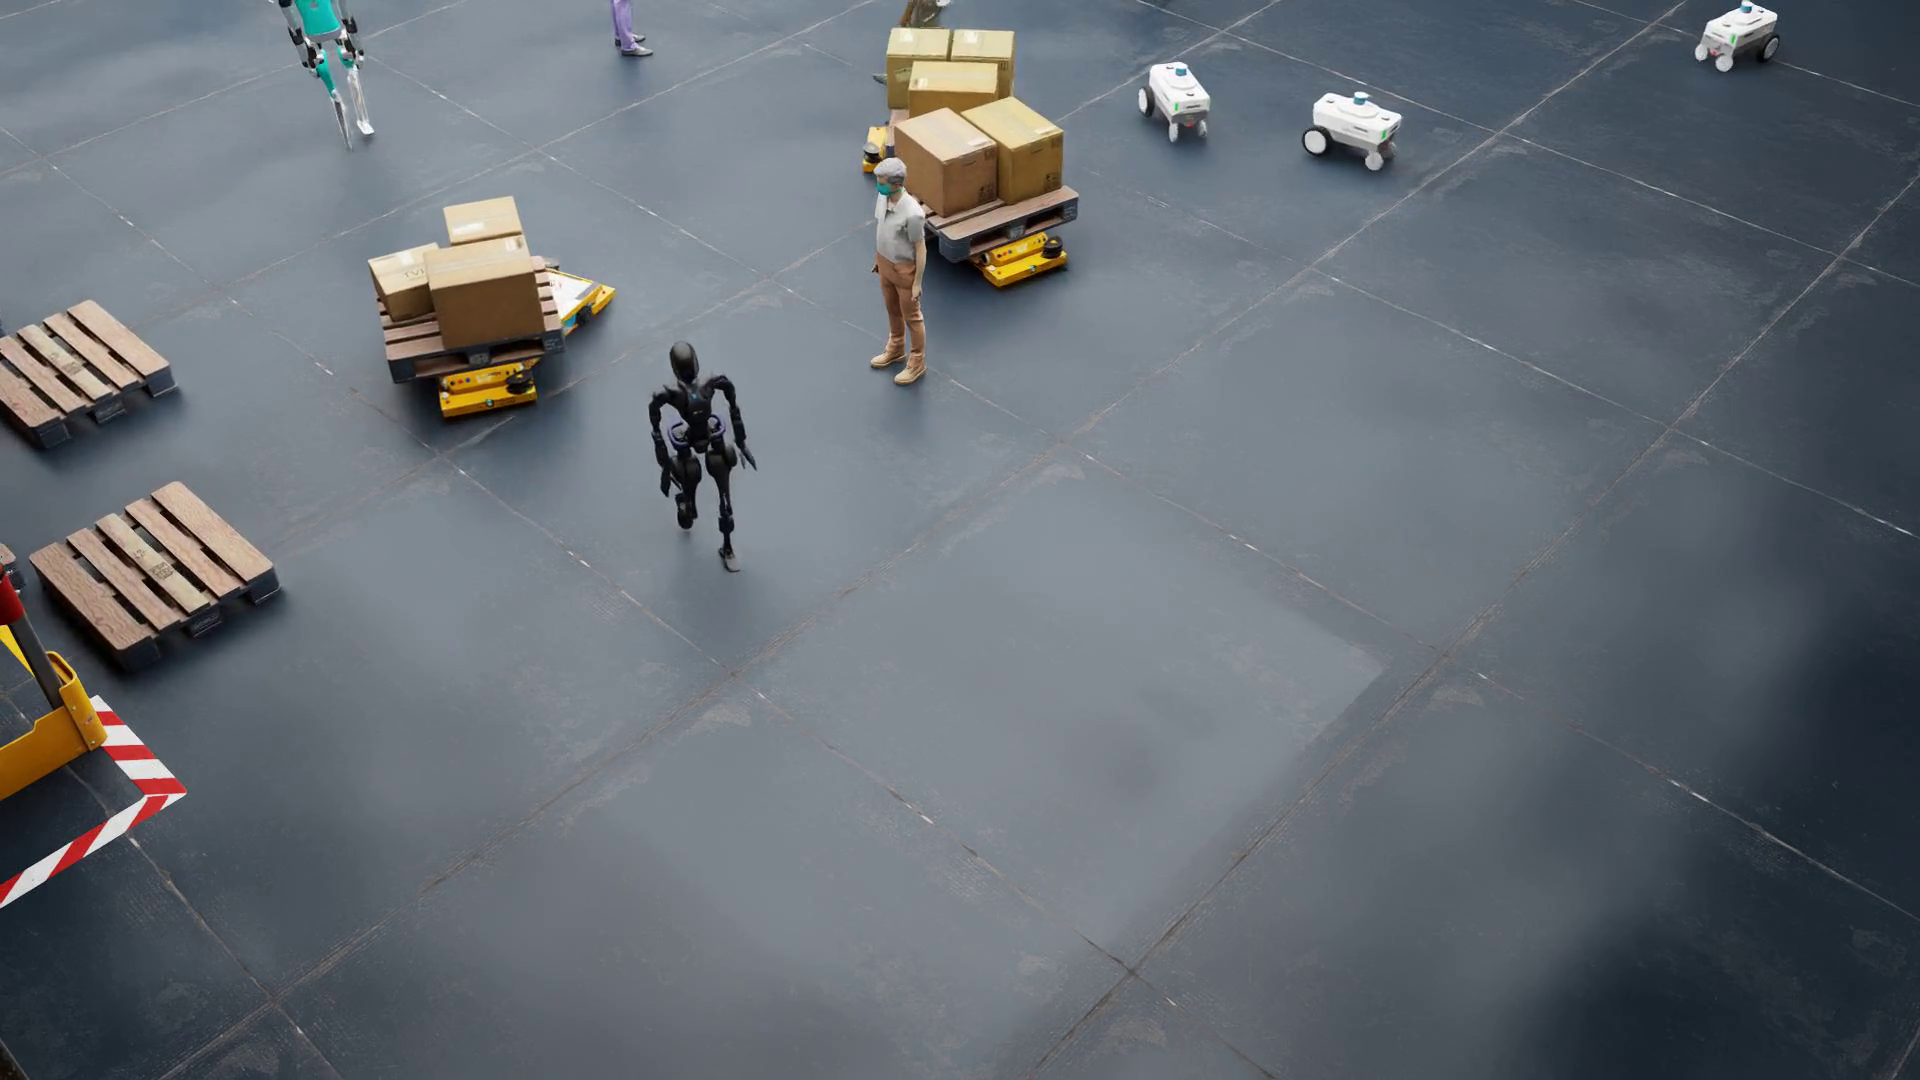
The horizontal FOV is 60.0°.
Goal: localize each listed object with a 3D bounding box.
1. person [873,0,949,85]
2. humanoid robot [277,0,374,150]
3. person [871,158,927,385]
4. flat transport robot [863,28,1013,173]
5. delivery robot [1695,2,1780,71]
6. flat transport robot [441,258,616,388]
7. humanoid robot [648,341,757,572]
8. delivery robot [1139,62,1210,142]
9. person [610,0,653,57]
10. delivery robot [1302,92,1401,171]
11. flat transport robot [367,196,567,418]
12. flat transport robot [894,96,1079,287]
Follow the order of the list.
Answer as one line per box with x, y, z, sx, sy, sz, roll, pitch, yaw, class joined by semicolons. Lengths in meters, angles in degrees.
-0.372;-4.760;14.672;0.831;1.802;0.626;5;42;5;person
-5.331;-4.136;14.074;0.563;1.847;0.784;-13;44;-14;humanoid robot
-0.426;-1.868;11.504;0.311;1.735;0.494;-29;49;-28;person
-0.092;-3.373;14.275;1.431;0.231;0.659;2;42;3;flat transport robot
7.309;-4.754;15.611;0.786;0.614;0.525;-26;48;-26;delivery robot
-3.232;-1.596;12.300;0.659;0.231;1.431;18;45;19;flat transport robot
-1.574;-0.571;10.119;0.602;1.641;0.581;-16;45;-17;humanoid robot
1.915;-3.911;14.674;0.499;0.614;0.791;-10;43;-11;delivery robot
-3.167;-5.387;15.332;0.385;1.849;0.568;-14;44;-15;person
3.374;-3.549;14.253;0.785;0.589;0.499;27;48;26;delivery robot
-3.522;-1.425;12.110;0.659;0.231;1.431;-13;44;-14;flat transport robot
0.173;-2.515;13.321;0.659;0.231;1.431;-24;47;-24;flat transport robot
